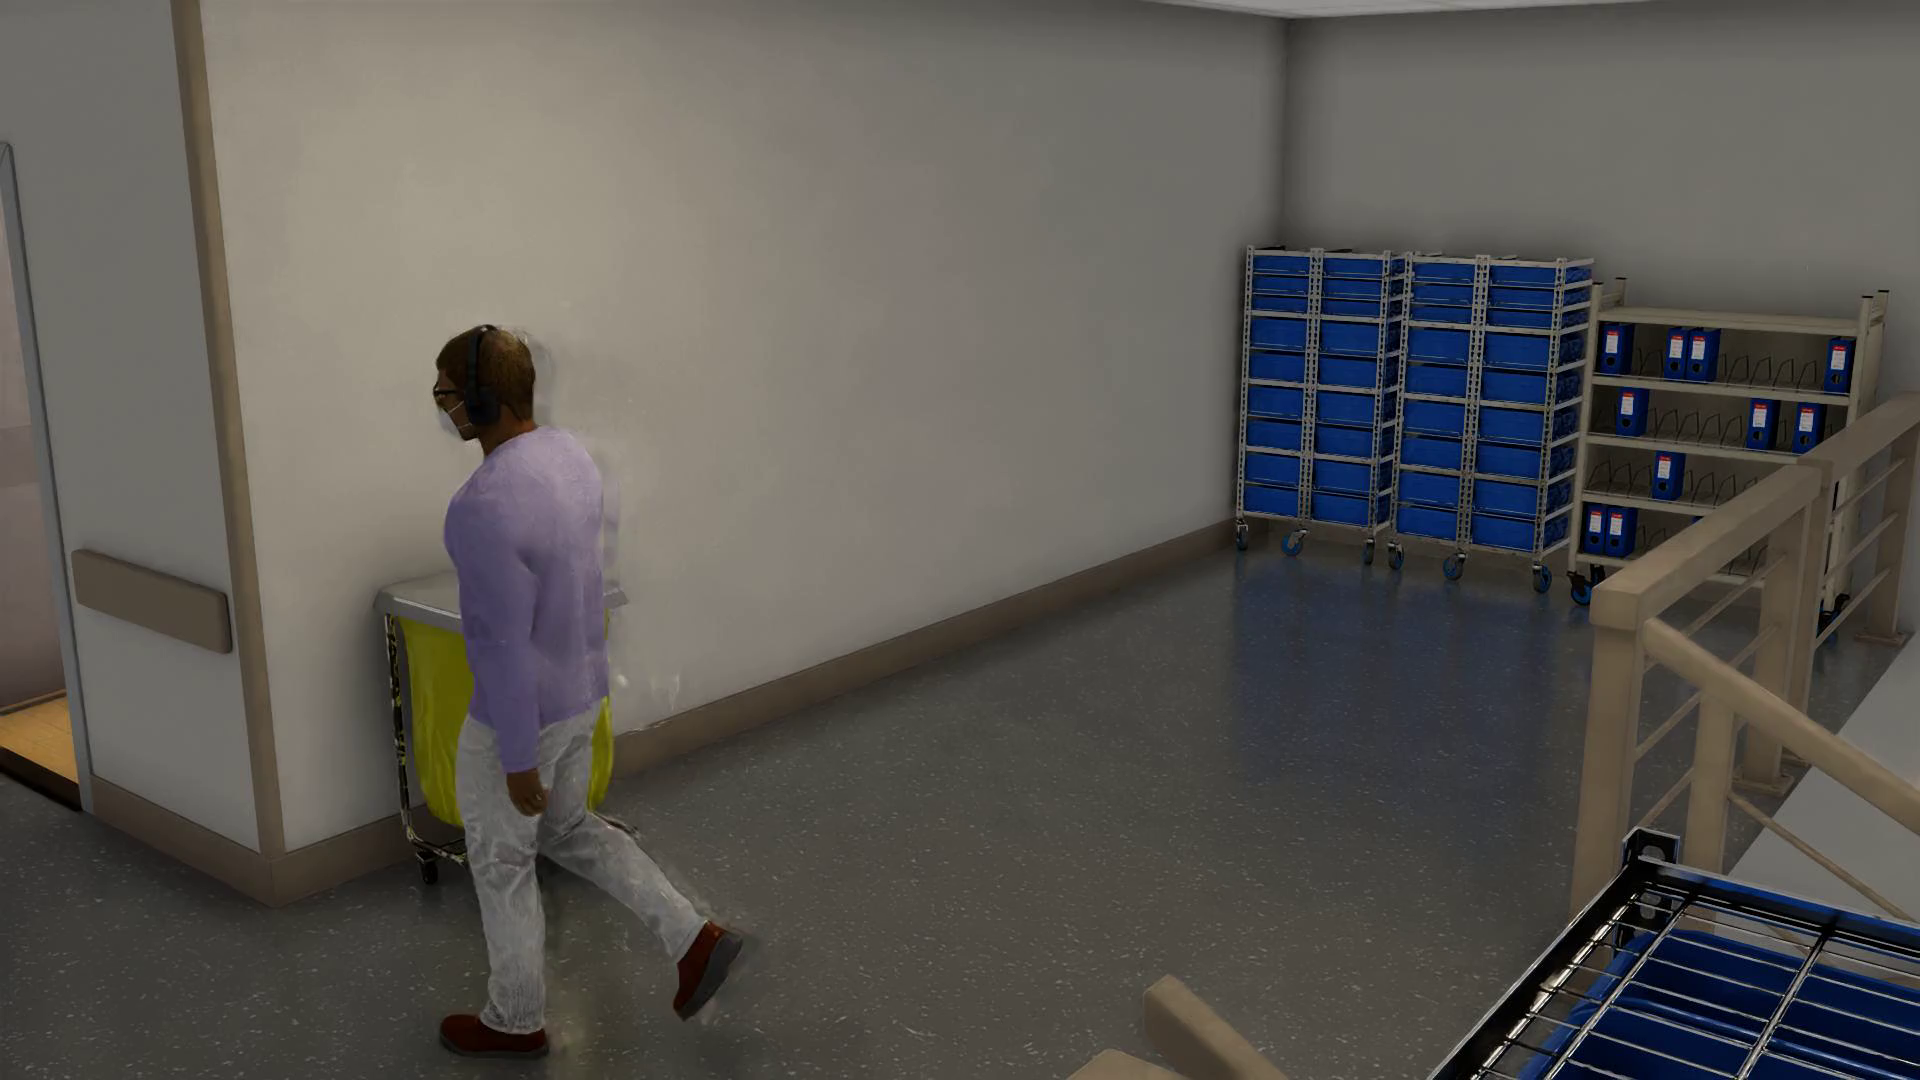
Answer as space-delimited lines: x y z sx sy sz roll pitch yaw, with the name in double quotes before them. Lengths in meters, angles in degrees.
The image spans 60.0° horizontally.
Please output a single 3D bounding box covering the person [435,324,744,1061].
"person" -0.988 0.421 4.133 0.704 1.919 0.628 3 14 12
